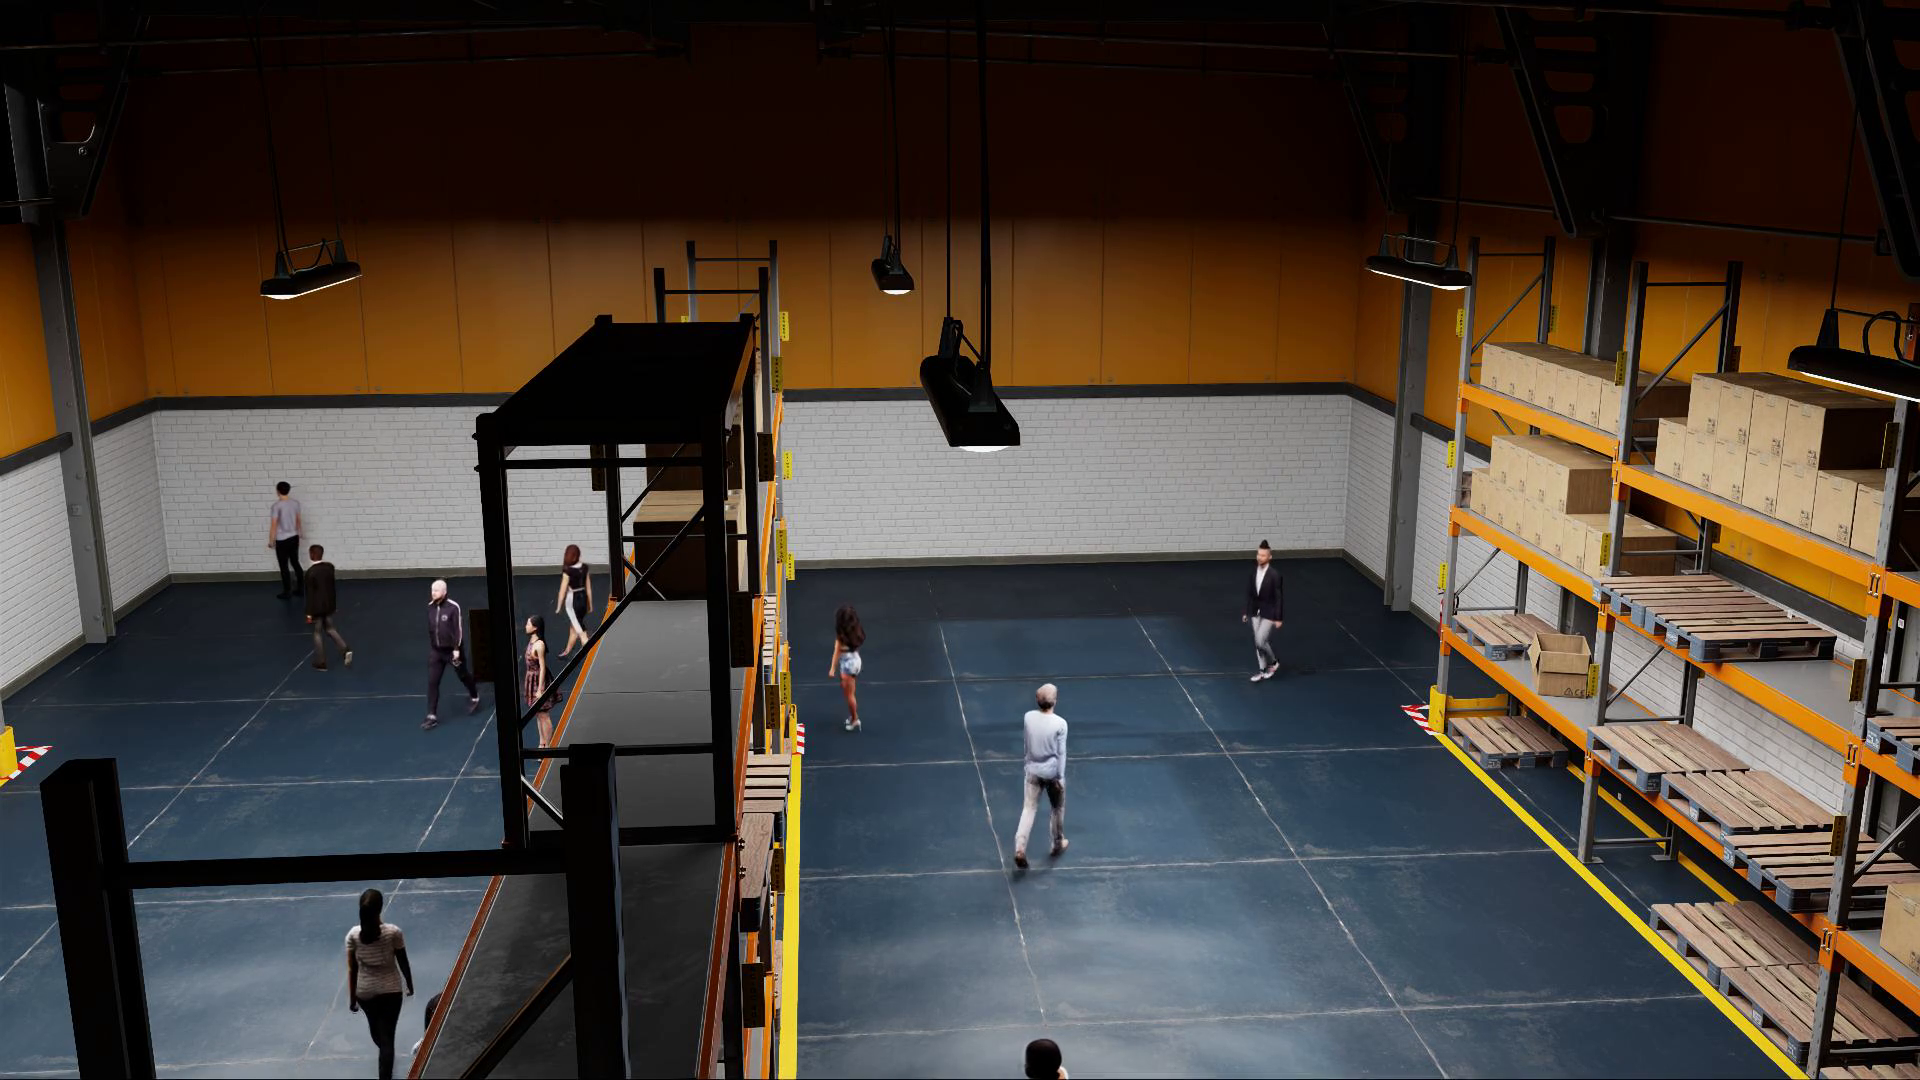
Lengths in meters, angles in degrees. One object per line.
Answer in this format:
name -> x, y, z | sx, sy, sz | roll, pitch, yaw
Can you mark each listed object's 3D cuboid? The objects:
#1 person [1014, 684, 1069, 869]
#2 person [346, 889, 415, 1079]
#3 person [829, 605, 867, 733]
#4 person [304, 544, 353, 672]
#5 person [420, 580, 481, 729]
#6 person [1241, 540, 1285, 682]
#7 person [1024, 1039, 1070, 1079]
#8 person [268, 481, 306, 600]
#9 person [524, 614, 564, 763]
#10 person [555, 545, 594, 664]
person -> 0.783, 2.368, 16.501 | 1.059, 1.861, 1.294 | 6, 15, 23
person -> -4.384, 3.469, 12.532 | 0.627, 1.589, 1.124 | -2, 14, -7
person -> -1.285, 1.588, 20.272 | 0.760, 1.600, 0.694 | 7, 15, 26
person -> -8.590, 0.938, 22.560 | 1.011, 1.789, 1.006 | 7, 15, 26
person -> -6.313, 1.383, 20.717 | 0.946, 1.790, 1.305 | 4, 14, 15
person -> 4.138, 0.945, 22.207 | 0.935, 1.940, 0.833 | -10, 17, -35
person -> 0.516, 3.907, 10.503 | 0.759, 1.691, 0.607 | 2, 14, 6
person -> -10.626, 0.021, 26.301 | 0.819, 1.809, 0.699 | 7, 15, 26
person -> -4.906, 1.716, 19.375 | 0.827, 1.774, 0.733 | -7, 15, -26
person -> -5.111, 0.969, 22.484 | 1.081, 1.763, 1.077 | 9, 16, 32
